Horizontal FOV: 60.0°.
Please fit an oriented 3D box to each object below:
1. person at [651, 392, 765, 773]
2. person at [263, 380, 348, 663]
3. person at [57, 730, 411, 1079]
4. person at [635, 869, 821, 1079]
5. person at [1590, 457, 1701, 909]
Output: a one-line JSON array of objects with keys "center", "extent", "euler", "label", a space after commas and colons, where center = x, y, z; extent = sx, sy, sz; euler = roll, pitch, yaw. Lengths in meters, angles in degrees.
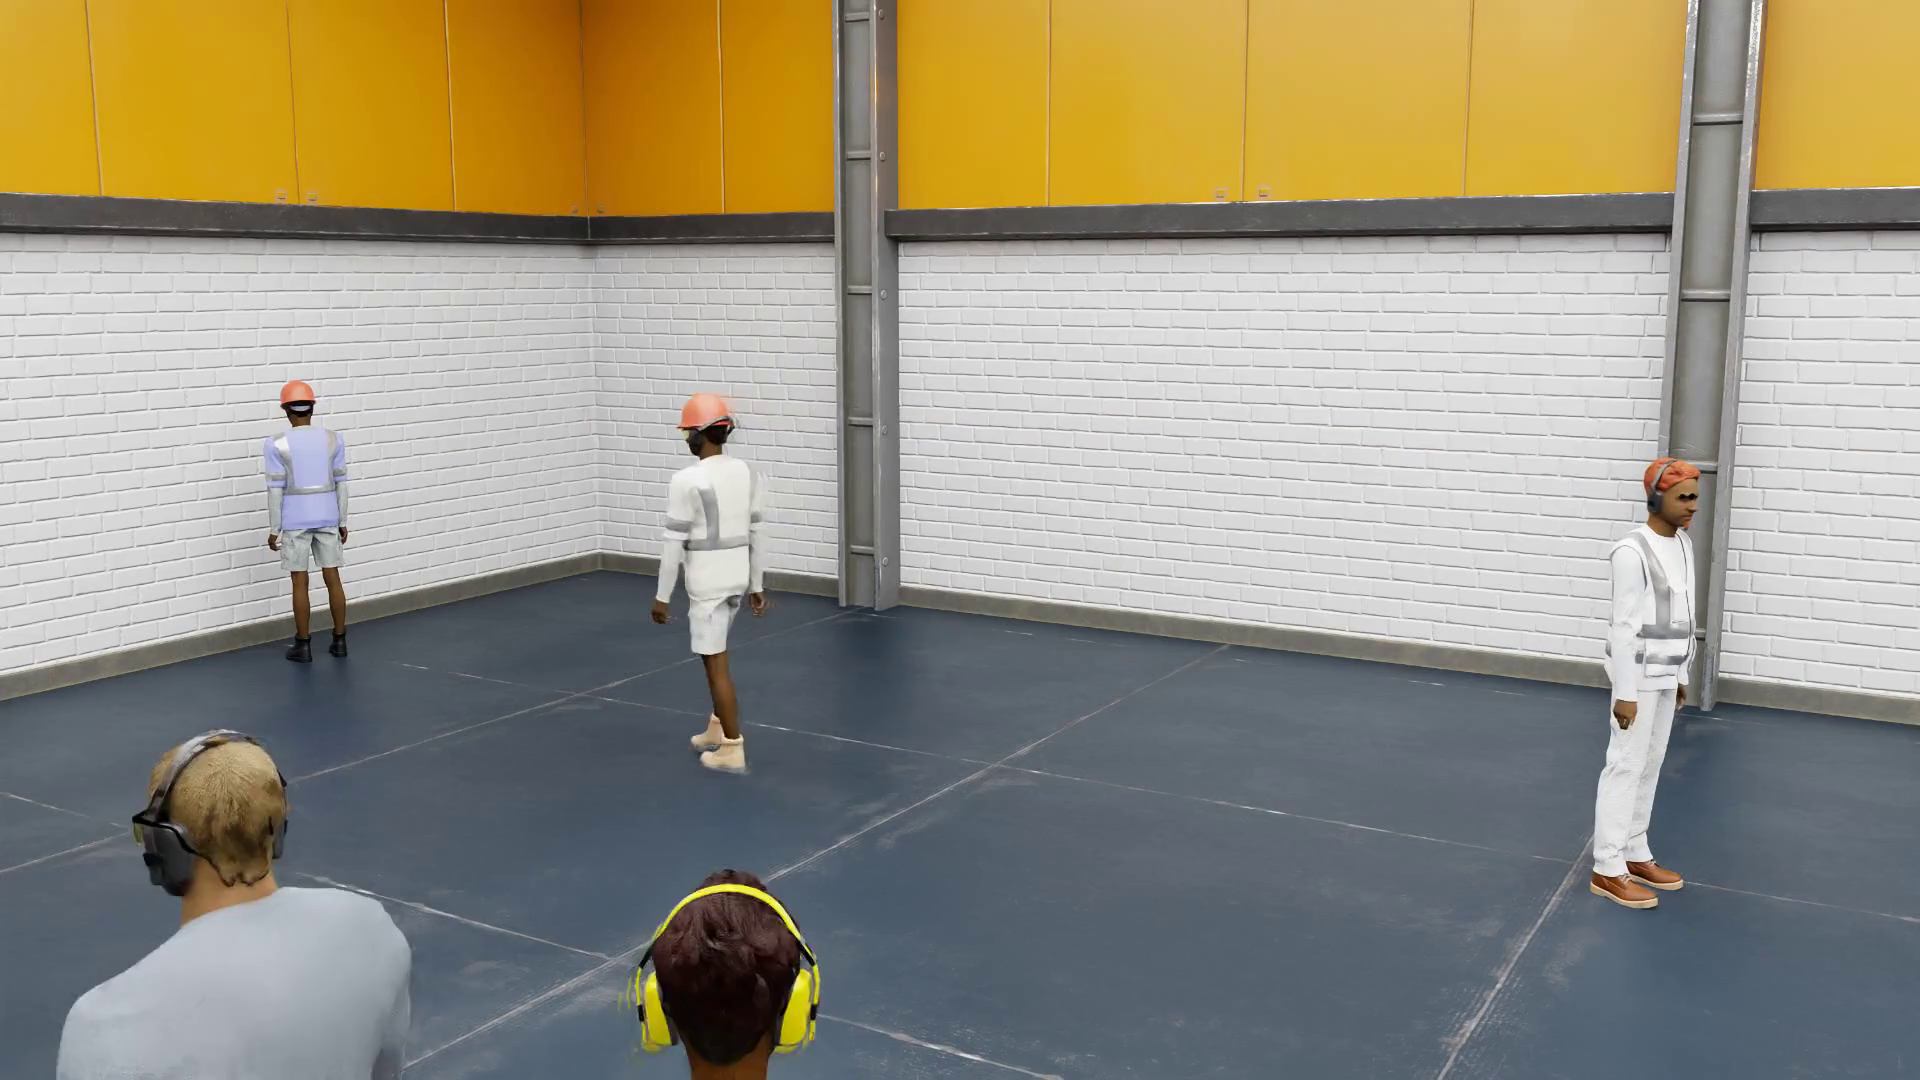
[{"center": [-1.384, 0.229, 8.873], "extent": [0.690, 2.022, 0.609], "euler": [6, 11, 31], "label": "person"}, {"center": [-4.462, -0.127, 11.367], "extent": [0.543, 1.928, 0.373], "euler": [-7, 11, -37], "label": "person"}, {"center": [-1.161, 1.256, 2.739], "extent": [0.434, 1.923, 0.649], "euler": [4, 10, 26], "label": "person"}, {"center": [-0.314, 1.370, 2.281], "extent": [0.549, 1.847, 0.770], "euler": [1, 9, 5], "label": "person"}, {"center": [2.910, 0.590, 7.027], "extent": [0.337, 1.882, 0.584], "euler": [9, 13, 44], "label": "person"}]
